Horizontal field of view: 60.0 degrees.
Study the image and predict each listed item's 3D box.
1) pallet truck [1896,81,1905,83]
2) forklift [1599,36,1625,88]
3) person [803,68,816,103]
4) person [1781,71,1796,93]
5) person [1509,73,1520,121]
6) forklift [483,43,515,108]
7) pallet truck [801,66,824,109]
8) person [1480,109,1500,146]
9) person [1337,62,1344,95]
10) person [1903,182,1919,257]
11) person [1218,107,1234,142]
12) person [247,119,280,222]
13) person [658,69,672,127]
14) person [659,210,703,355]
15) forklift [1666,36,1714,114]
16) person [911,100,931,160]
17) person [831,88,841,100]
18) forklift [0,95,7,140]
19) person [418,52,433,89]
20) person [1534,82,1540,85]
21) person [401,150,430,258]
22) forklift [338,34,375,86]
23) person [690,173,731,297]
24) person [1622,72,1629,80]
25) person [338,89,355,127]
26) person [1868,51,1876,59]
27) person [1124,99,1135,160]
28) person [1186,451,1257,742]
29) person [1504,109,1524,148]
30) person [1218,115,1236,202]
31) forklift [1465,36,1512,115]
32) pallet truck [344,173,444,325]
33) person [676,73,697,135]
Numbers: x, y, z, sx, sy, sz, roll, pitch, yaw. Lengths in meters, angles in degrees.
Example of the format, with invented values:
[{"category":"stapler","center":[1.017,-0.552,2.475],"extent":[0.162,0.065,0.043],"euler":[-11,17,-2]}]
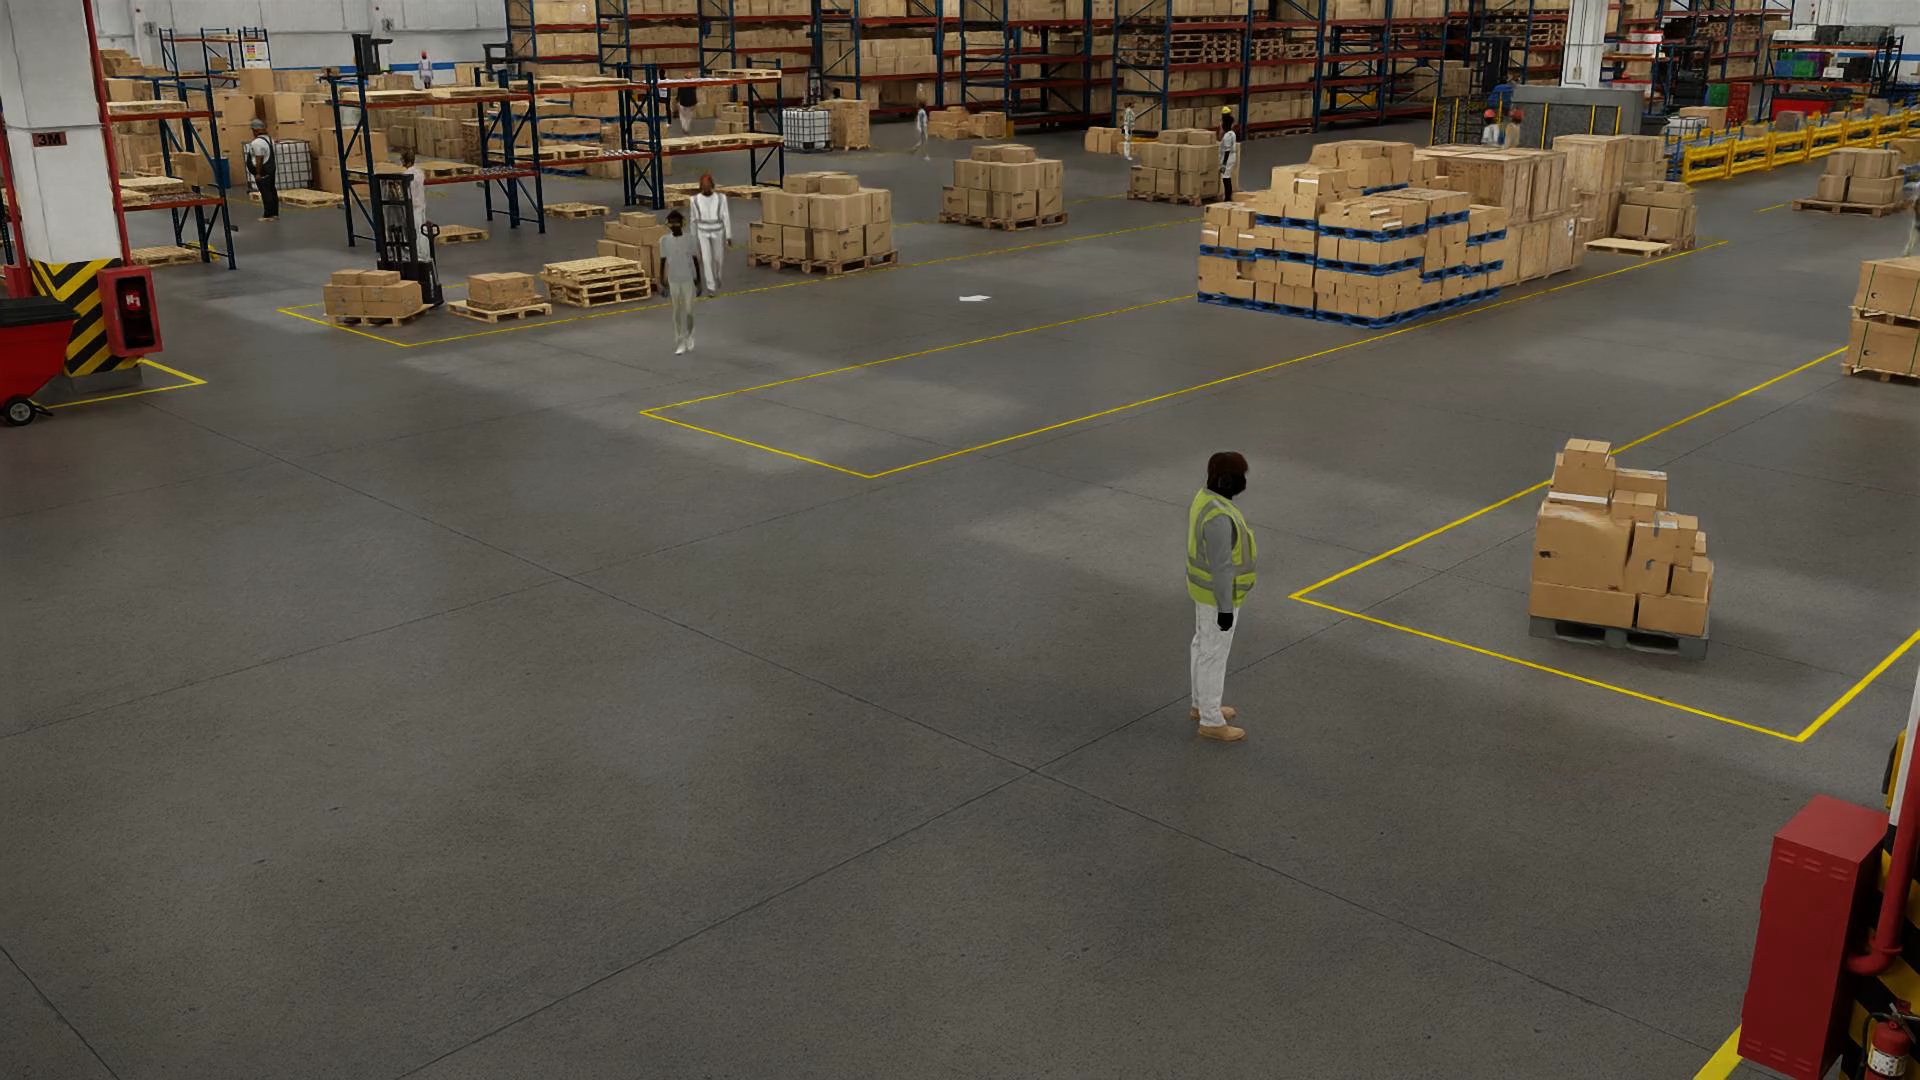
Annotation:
[{"category":"pallet truck","center":[34.802,-16.331,61.455],"extent":[0.653,1.274,1.630],"euler":[17,25,41]},{"category":"forklift","center":[24.545,-17.688,63.072],"extent":[1.129,2.768,1.873],"euler":[17,25,41]},{"category":"person","center":[-5.547,-16.618,61.547],"extent":[0.944,1.801,0.639],"euler":[-16,24,-39]},{"category":"person","center":[33.777,-18.625,67.736],"extent":[0.970,1.699,0.527],"euler":[-17,25,-41]},{"category":"person","center":[19.786,-15.806,59.351],"extent":[0.285,1.633,0.498],"euler":[8,20,22]},{"category":"forklift","center":[-14.914,-14.701,54.073],"extent":[1.873,2.768,1.129],"euler":[17,24,41]},{"category":"pallet truck","center":[-4.812,-15.182,56.903],"extent":[0.823,1.965,1.885],"euler":[-9,21,-26]},{"category":"person","center":[11.944,-8.815,37.846],"extent":[0.710,1.911,0.568],"euler":[15,23,37]},{"category":"person","center":[16.590,-20.300,72.792],"extent":[0.321,1.697,0.529],"euler":[11,21,30]},{"category":"person","center":[15.760,-5.222,27.120],"extent":[0.544,1.845,0.673],"euler":[-6,19,-17]},{"category":"person","center":[6.484,-9.697,40.740],"extent":[0.529,1.768,0.312],"euler":[-16,24,-39]},{"category":"person","center":[-14.096,-7.457,33.561],"extent":[0.538,2.000,0.683],"euler":[0,18,1]},{"category":"person","center":[-10.070,-15.075,56.719],"extent":[0.589,1.912,0.393],"euler":[12,22,32]},{"category":"person","center":[-3.589,-3.292,21.306],"extent":[0.549,1.851,0.404],"euler":[-1,18,-2]},{"category":"forklift","center":[27.341,-17.291,61.877],"extent":[1.129,2.768,1.873],"euler":[17,25,41]},{"category":"person","center":[-1.061,-11.270,45.708],"extent":[0.443,1.626,0.516],"euler":[0,18,-1]},{"category":"person","center":[-3.776,-12.848,50.381],"extent":[0.727,1.674,0.538],"euler":[11,21,31]},{"category":"forklift","center":[-29.721,-13.726,51.136],"extent":[1.129,2.768,1.873],"euler":[13,23,35]},{"category":"person","center":[-23.153,-20.158,72.067],"extent":[0.564,1.883,0.985],"euler":[-7,20,-21]},{"category":"person","center":[18.844,-14.201,54.538],"extent":[0.498,1.618,0.395],"euler":[12,22,31]},{"category":"person","center":[-9.235,-5.612,28.161],"extent":[0.371,1.941,0.627],"euler":[0,18,1]},{"category":"forklift","center":[-23.297,-18.351,65.072],"extent":[1.129,2.768,1.873],"euler":[17,25,41]},{"category":"person","center":[-3.827,-4.689,25.501],"extent":[0.599,1.863,0.714],"euler":[-3,19,-9]},{"category":"person","center":[21.954,-14.532,55.133],"extent":[0.552,1.886,1.012],"euler":[17,25,41]},{"category":"person","center":[-16.812,-11.412,45.678],"extent":[0.768,1.916,0.636],"euler":[7,20,21]},{"category":"person","center":[38.513,-19.706,70.537],"extent":[0.396,1.992,0.622],"euler":[12,22,32]},{"category":"person","center":[4.651,-11.280,45.708],"extent":[0.308,1.639,0.510],"euler":[3,19,8]},{"category":"person","center":[1.627,0.336,10.394],"extent":[0.429,1.844,0.627],"euler":[0,18,0]},{"category":"person","center":[12.816,-9.015,38.501],"extent":[0.576,1.877,1.015],"euler":[-15,24,-39]},{"category":"person","center":[5.700,-8.086,35.572],"extent":[0.367,1.967,0.607],"euler":[6,19,16]},{"category":"forklift","center":[19.973,-17.201,61.605],"extent":[1.873,2.768,1.129],"euler":[16,24,40]},{"category":"pallet truck","center":[-8.209,-4.181,23.757],"extent":[0.823,1.965,1.885],"euler":[3,19,9]},{"category":"person","center":[-8.792,-14.007,53.462],"extent":[0.652,1.954,0.517],"euler":[-7,19,-19]}]
